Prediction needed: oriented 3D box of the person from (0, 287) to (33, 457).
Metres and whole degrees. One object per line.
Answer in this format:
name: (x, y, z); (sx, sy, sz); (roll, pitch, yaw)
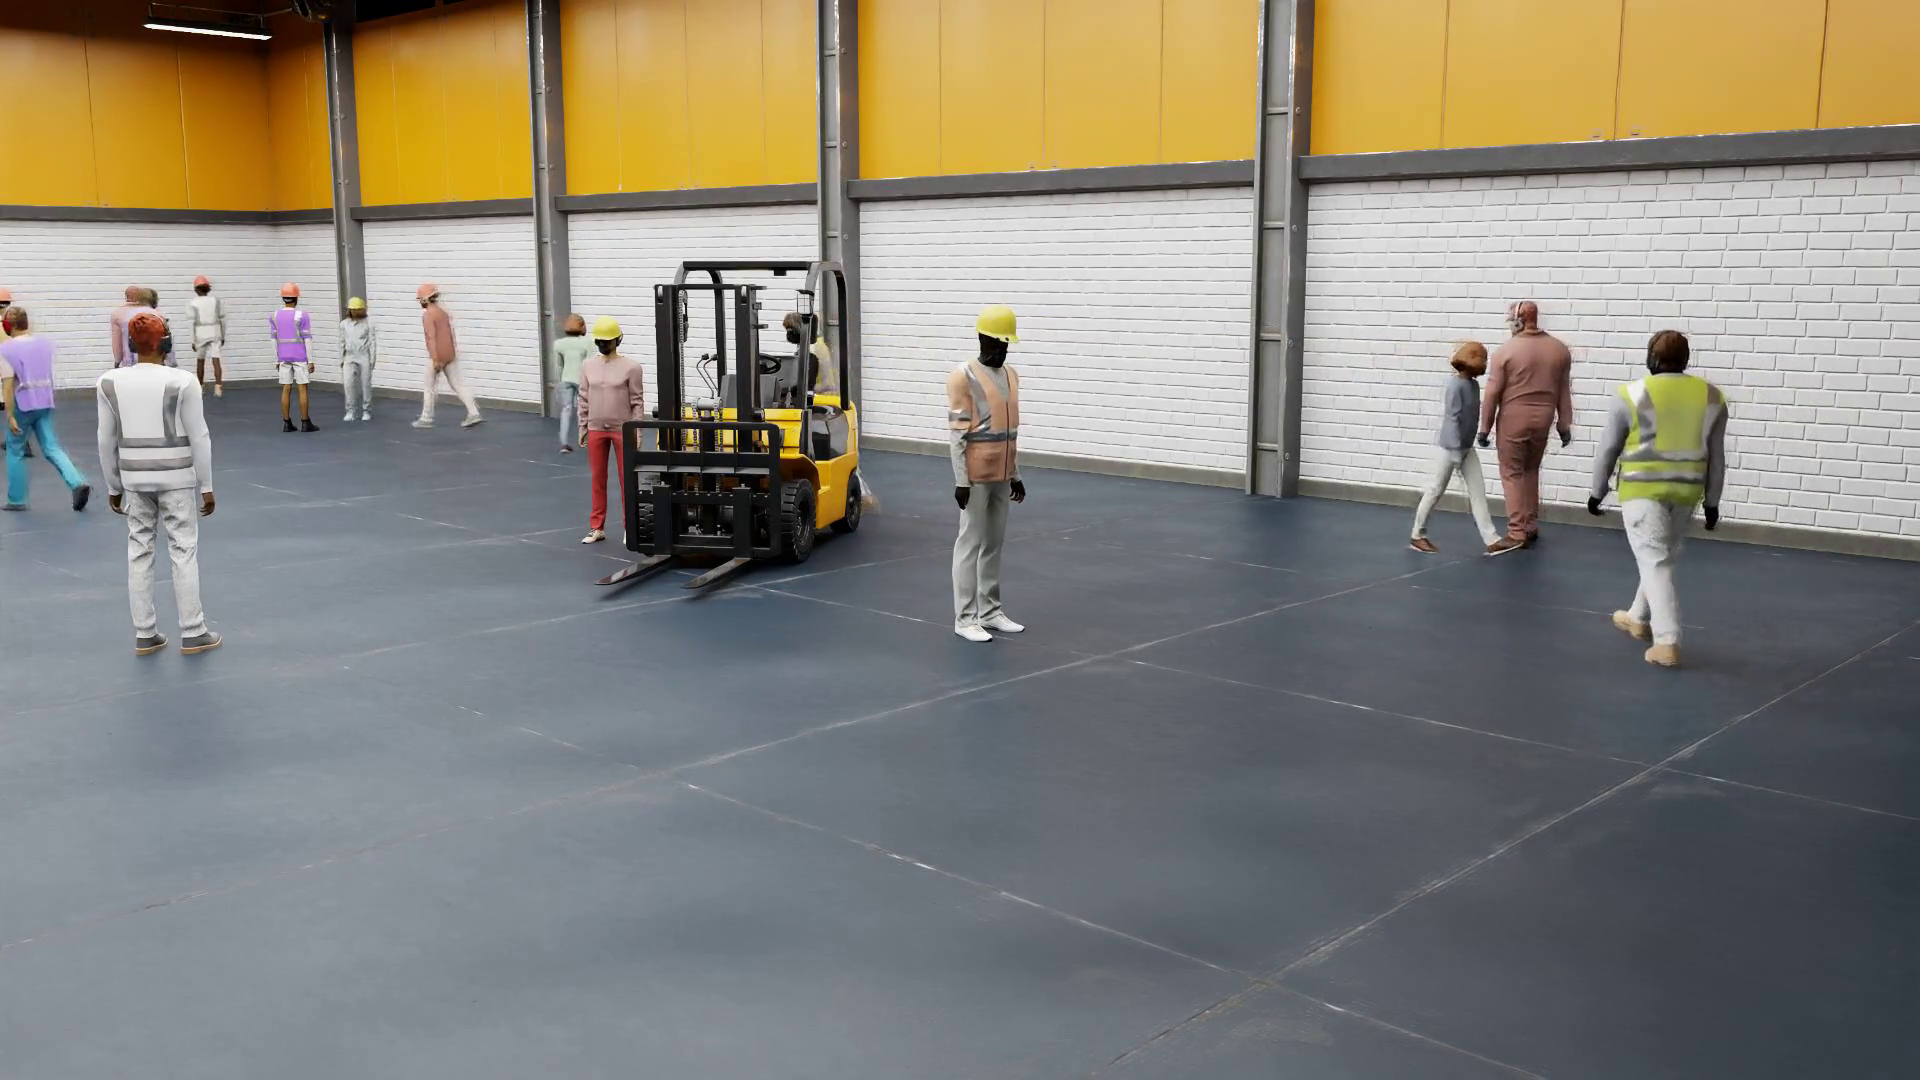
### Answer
person: (-10.820, -1.893, 18.821); (0.905, 1.896, 0.565); (6, 11, 34)

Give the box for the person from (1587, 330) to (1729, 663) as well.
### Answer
person: (3.827, -0.254, 9.153); (0.640, 1.785, 1.015); (-1, 9, -3)

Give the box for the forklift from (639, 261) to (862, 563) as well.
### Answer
forklift: (-1.552, -1.040, 12.721); (1.214, 2.155, 2.313); (2, 9, 11)

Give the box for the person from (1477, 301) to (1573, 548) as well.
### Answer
person: (4.282, -0.890, 12.778); (0.691, 1.874, 0.690); (-2, 9, -12)

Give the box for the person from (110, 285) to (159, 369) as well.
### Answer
person: (-10.903, -2.424, 22.098); (0.643, 1.905, 0.400); (-5, 11, -30)

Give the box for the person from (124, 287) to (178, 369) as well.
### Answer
person: (-10.505, -2.317, 21.503); (0.620, 1.899, 1.026); (4, 10, 23)

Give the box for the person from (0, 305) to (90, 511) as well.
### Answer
person: (-8.052, -1.133, 14.464); (0.854, 1.819, 0.586); (3, 10, 20)

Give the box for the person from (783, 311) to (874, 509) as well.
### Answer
person: (-1.205, -1.086, 14.289); (0.954, 1.783, 0.689); (0, 9, 1)

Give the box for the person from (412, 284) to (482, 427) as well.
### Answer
person: (-6.865, -2.456, 22.236); (0.963, 1.935, 0.652); (2, 10, 14)

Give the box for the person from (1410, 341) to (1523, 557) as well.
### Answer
person: (3.721, -0.659, 12.236); (0.878, 1.578, 0.558); (8, 12, 42)

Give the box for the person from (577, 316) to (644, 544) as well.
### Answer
person: (-2.693, -0.837, 12.811); (0.524, 1.760, 0.327); (1, 9, 6)

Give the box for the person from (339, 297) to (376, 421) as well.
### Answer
person: (-8.381, -2.496, 23.091); (0.521, 1.718, 0.719); (-1, 9, -5)

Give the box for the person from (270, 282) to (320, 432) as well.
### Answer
person: (-8.643, -2.362, 21.596); (0.550, 1.942, 0.346); (1, 9, 7)

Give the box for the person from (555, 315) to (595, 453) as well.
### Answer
person: (-4.465, -1.821, 19.350); (0.516, 1.583, 0.851); (2, 9, 10)

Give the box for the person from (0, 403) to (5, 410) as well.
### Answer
person: (-14.595, -2.892, 24.856); (0.543, 1.939, 0.360); (-3, 10, -16)

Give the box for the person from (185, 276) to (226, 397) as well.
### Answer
person: (-12.519, -3.371, 27.629); (0.615, 2.002, 0.910); (-6, 11, -34)

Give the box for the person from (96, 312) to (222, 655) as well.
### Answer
person: (-4.395, -0.299, 9.141); (0.586, 1.877, 0.343); (0, 9, -1)

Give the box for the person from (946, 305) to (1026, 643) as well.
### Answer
person: (0.172, -0.385, 9.553); (0.382, 1.917, 0.585); (7, 12, 38)
